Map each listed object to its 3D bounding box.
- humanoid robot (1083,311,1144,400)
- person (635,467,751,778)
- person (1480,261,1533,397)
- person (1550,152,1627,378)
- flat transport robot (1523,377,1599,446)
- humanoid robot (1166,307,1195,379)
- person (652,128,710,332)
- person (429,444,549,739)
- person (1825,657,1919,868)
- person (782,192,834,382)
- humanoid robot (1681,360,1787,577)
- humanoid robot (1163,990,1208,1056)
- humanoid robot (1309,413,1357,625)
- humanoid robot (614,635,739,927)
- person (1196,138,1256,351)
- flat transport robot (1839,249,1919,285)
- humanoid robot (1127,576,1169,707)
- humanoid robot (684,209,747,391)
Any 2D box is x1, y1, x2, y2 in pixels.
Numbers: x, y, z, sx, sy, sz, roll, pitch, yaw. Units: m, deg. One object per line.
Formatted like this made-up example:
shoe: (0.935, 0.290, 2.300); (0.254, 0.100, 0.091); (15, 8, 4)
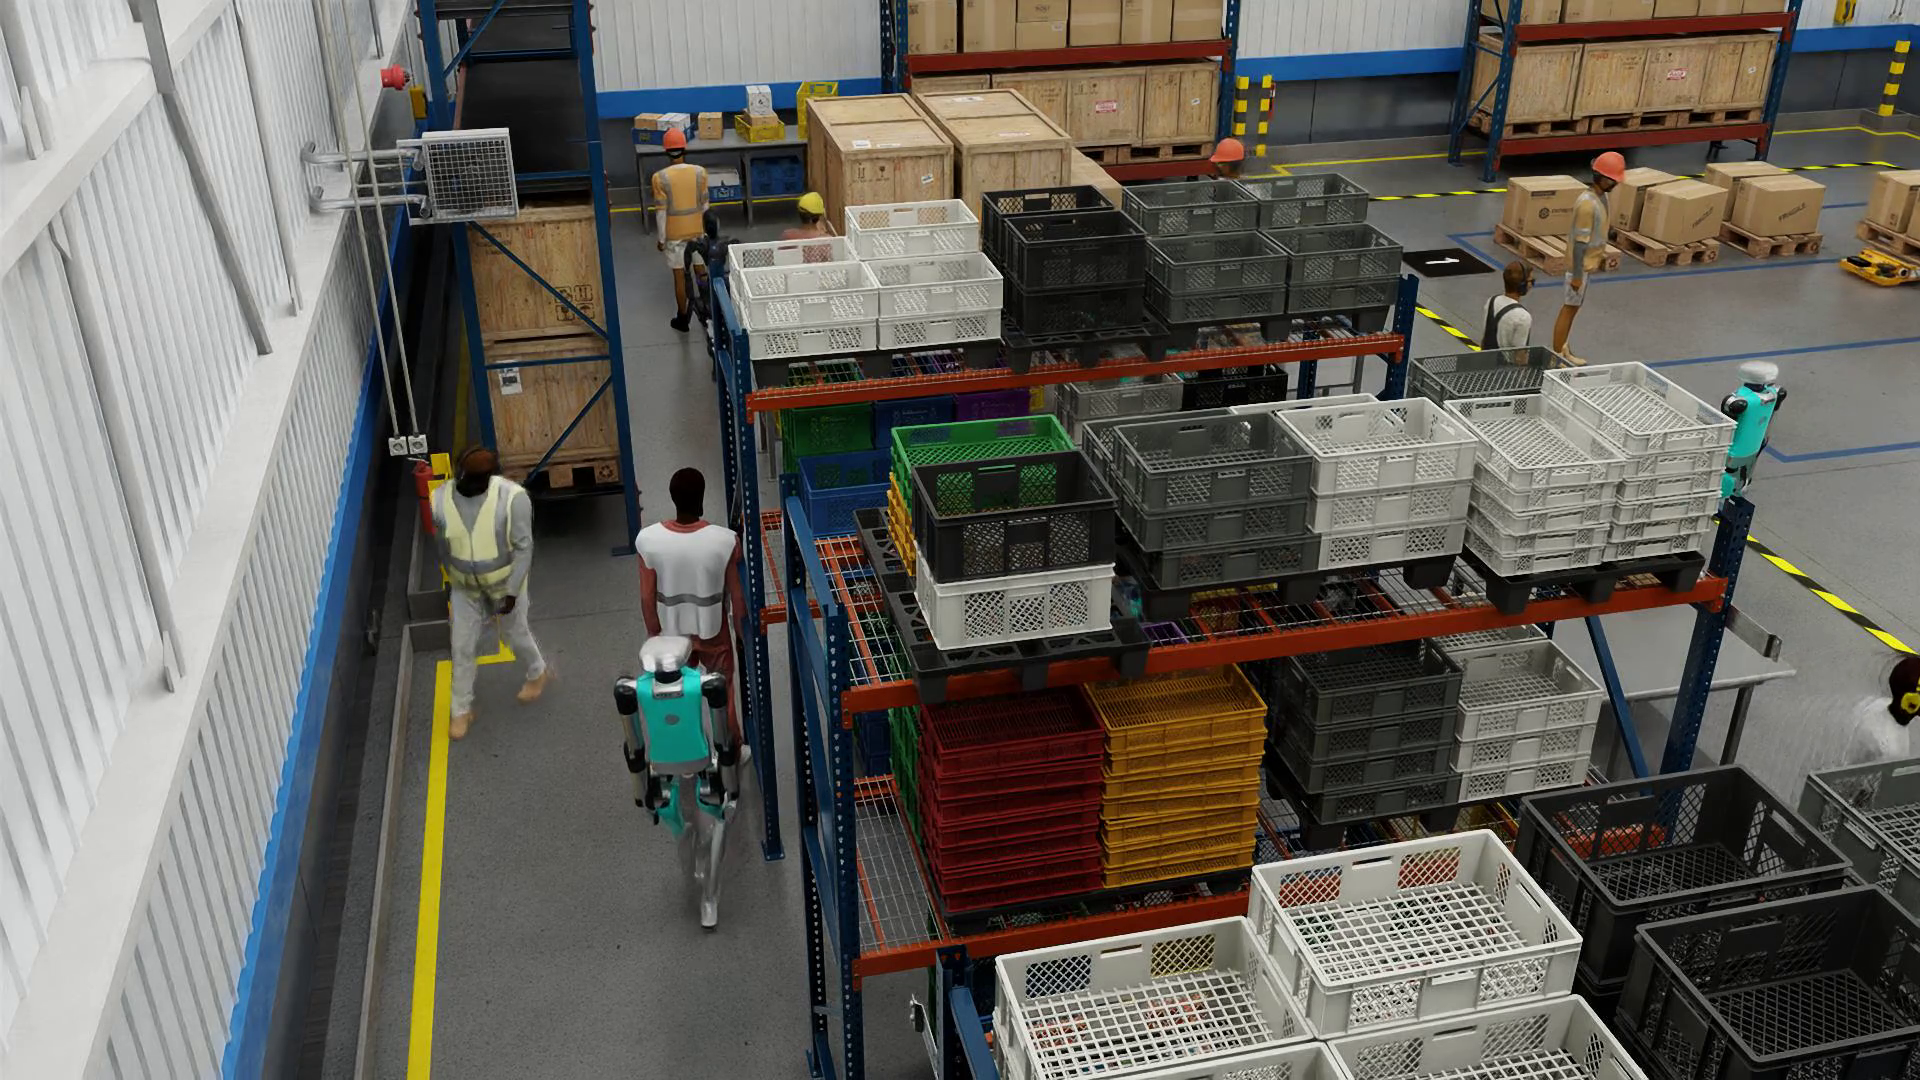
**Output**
humanoid robot: (1.242, -1.372, 13.089); (0.999, 1.730, 0.531); (-10, 29, -18)
person: (-1.478, 0.494, 9.341); (0.595, 1.916, 0.371); (1, 28, 2)
person: (4.134, -1.237, 12.718); (0.350, 1.841, 0.507); (-8, 29, -15)
person: (5.586, -2.454, 14.817); (0.406, 2.030, 0.607); (15, 31, 26)
flat transport robot: (4.780, -1.036, 14.013); (0.659, 0.231, 1.431); (-6, 28, -12)
humanoid robot: (1.847, -0.981, 12.385); (0.932, 1.790, 0.550); (-7, 29, -12)
person: (-2.647, -2.943, 15.851); (0.545, 1.929, 0.381); (-14, 31, -25)
person: (-2.820, 0.264, 9.901); (0.620, 1.798, 0.671); (2, 28, 3)
person: (4.272, 1.354, 7.775); (0.499, 1.851, 0.542); (13, 30, 22)
person: (-1.271, -2.205, 14.636); (0.547, 1.755, 0.410); (13, 31, 24)
humanoid robot: (5.022, -0.484, 11.249); (0.533, 1.673, 0.735); (-15, 31, -27)
humanoid robot: (0.544, 2.332, 6.045); (1.051, 1.727, 0.545); (1, 28, 2)
humanoid robot: (2.398, -0.006, 10.540); (0.459, 1.641, 0.610); (23, 35, 37)
humanoid robot: (-1.359, 1.197, 8.325); (0.548, 1.902, 0.748); (-2, 28, -4)
person: (2.393, -2.644, 15.184); (0.873, 2.017, 0.657); (-7, 29, -13)
flat transport robot: (10.163, -2.942, 17.598); (1.431, 0.197, 0.652); (-6, 28, -12)
humanoid robot: (0.719, 0.886, 8.903); (0.804, 1.887, 0.543); (5, 28, 10)
humanoid robot: (-2.116, -2.121, 14.573); (0.593, 1.633, 0.633); (-6, 28, -11)
